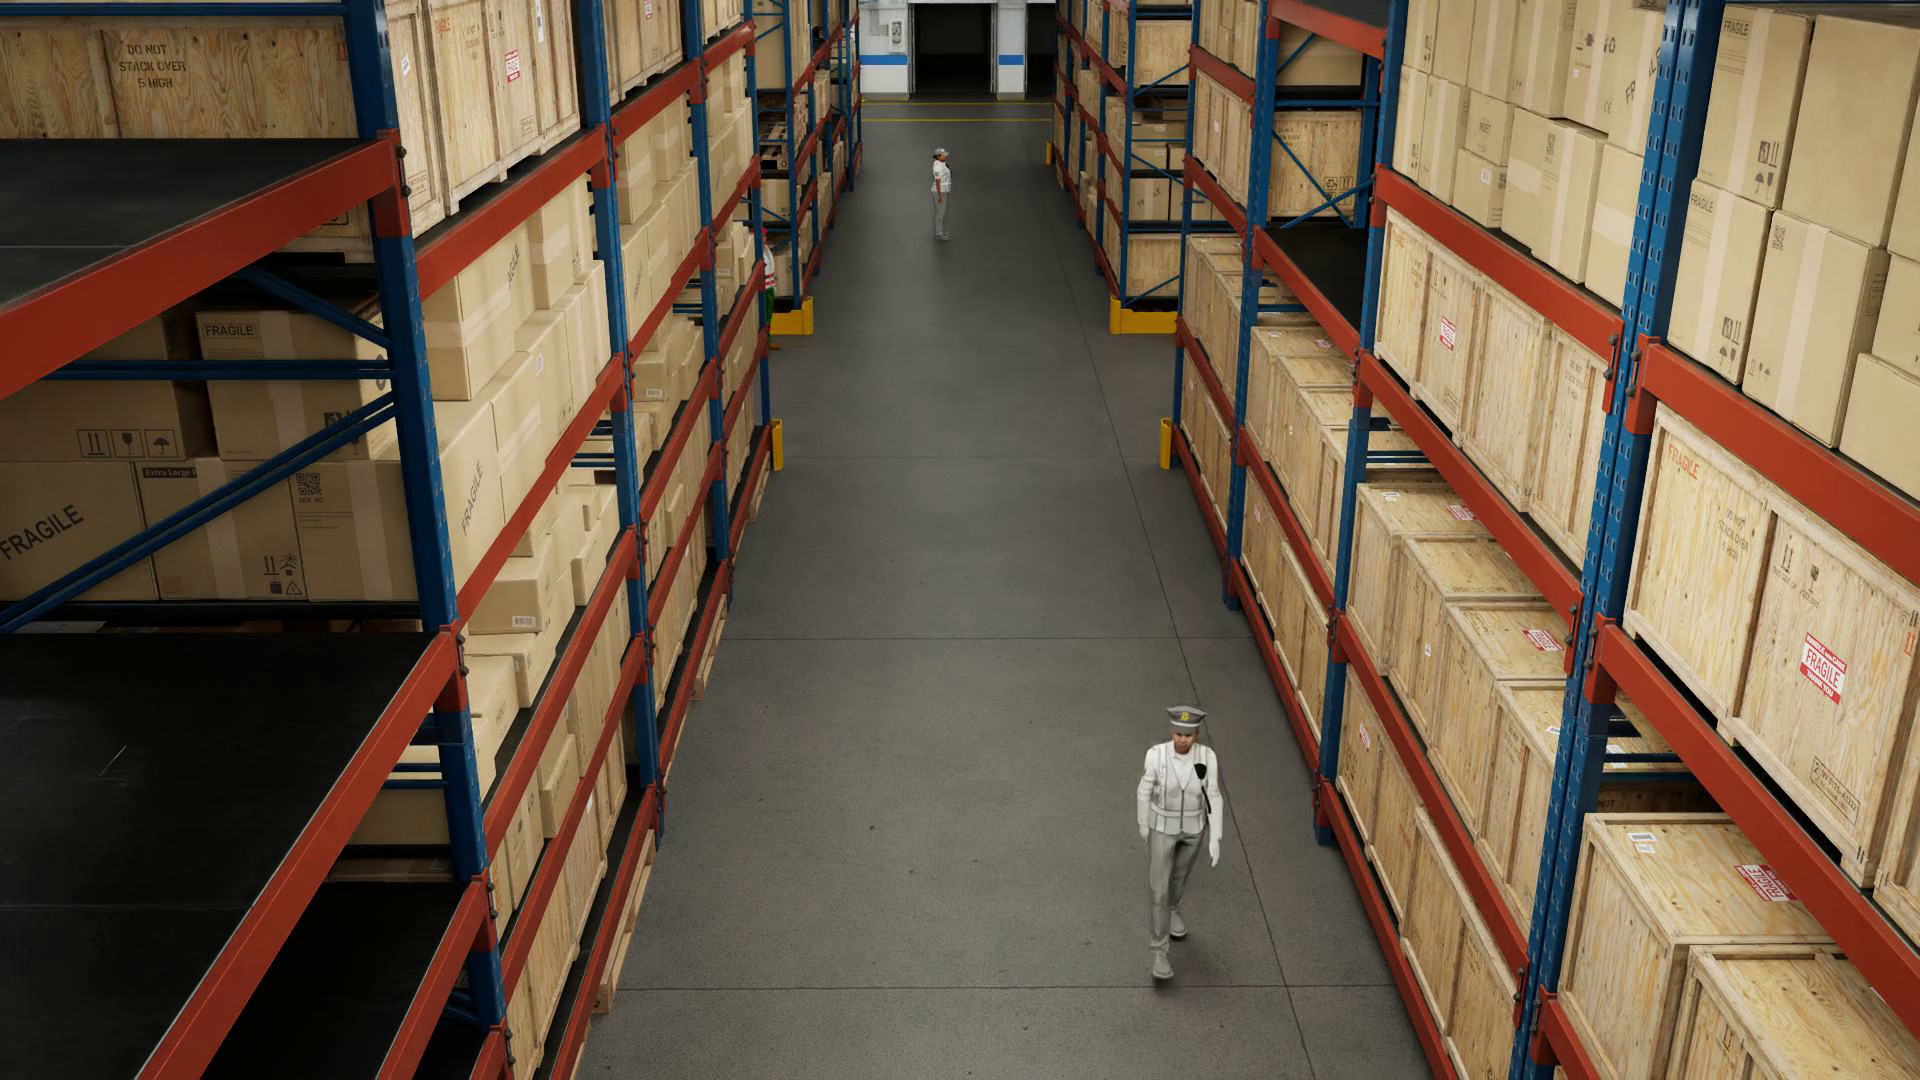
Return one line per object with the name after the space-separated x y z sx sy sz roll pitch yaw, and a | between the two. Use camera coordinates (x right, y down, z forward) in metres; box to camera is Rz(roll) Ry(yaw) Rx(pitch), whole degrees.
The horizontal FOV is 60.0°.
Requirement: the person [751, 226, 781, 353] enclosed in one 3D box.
-2.774 -3.552 23.485 0.359 1.796 0.531 10 23 23 | person

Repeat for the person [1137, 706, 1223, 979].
1.339 1.784 10.061 0.498 1.665 0.811 -1 22 -3 | person

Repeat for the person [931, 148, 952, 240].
-0.351 -6.485 31.102 0.385 1.669 0.479 2 22 4 | person
